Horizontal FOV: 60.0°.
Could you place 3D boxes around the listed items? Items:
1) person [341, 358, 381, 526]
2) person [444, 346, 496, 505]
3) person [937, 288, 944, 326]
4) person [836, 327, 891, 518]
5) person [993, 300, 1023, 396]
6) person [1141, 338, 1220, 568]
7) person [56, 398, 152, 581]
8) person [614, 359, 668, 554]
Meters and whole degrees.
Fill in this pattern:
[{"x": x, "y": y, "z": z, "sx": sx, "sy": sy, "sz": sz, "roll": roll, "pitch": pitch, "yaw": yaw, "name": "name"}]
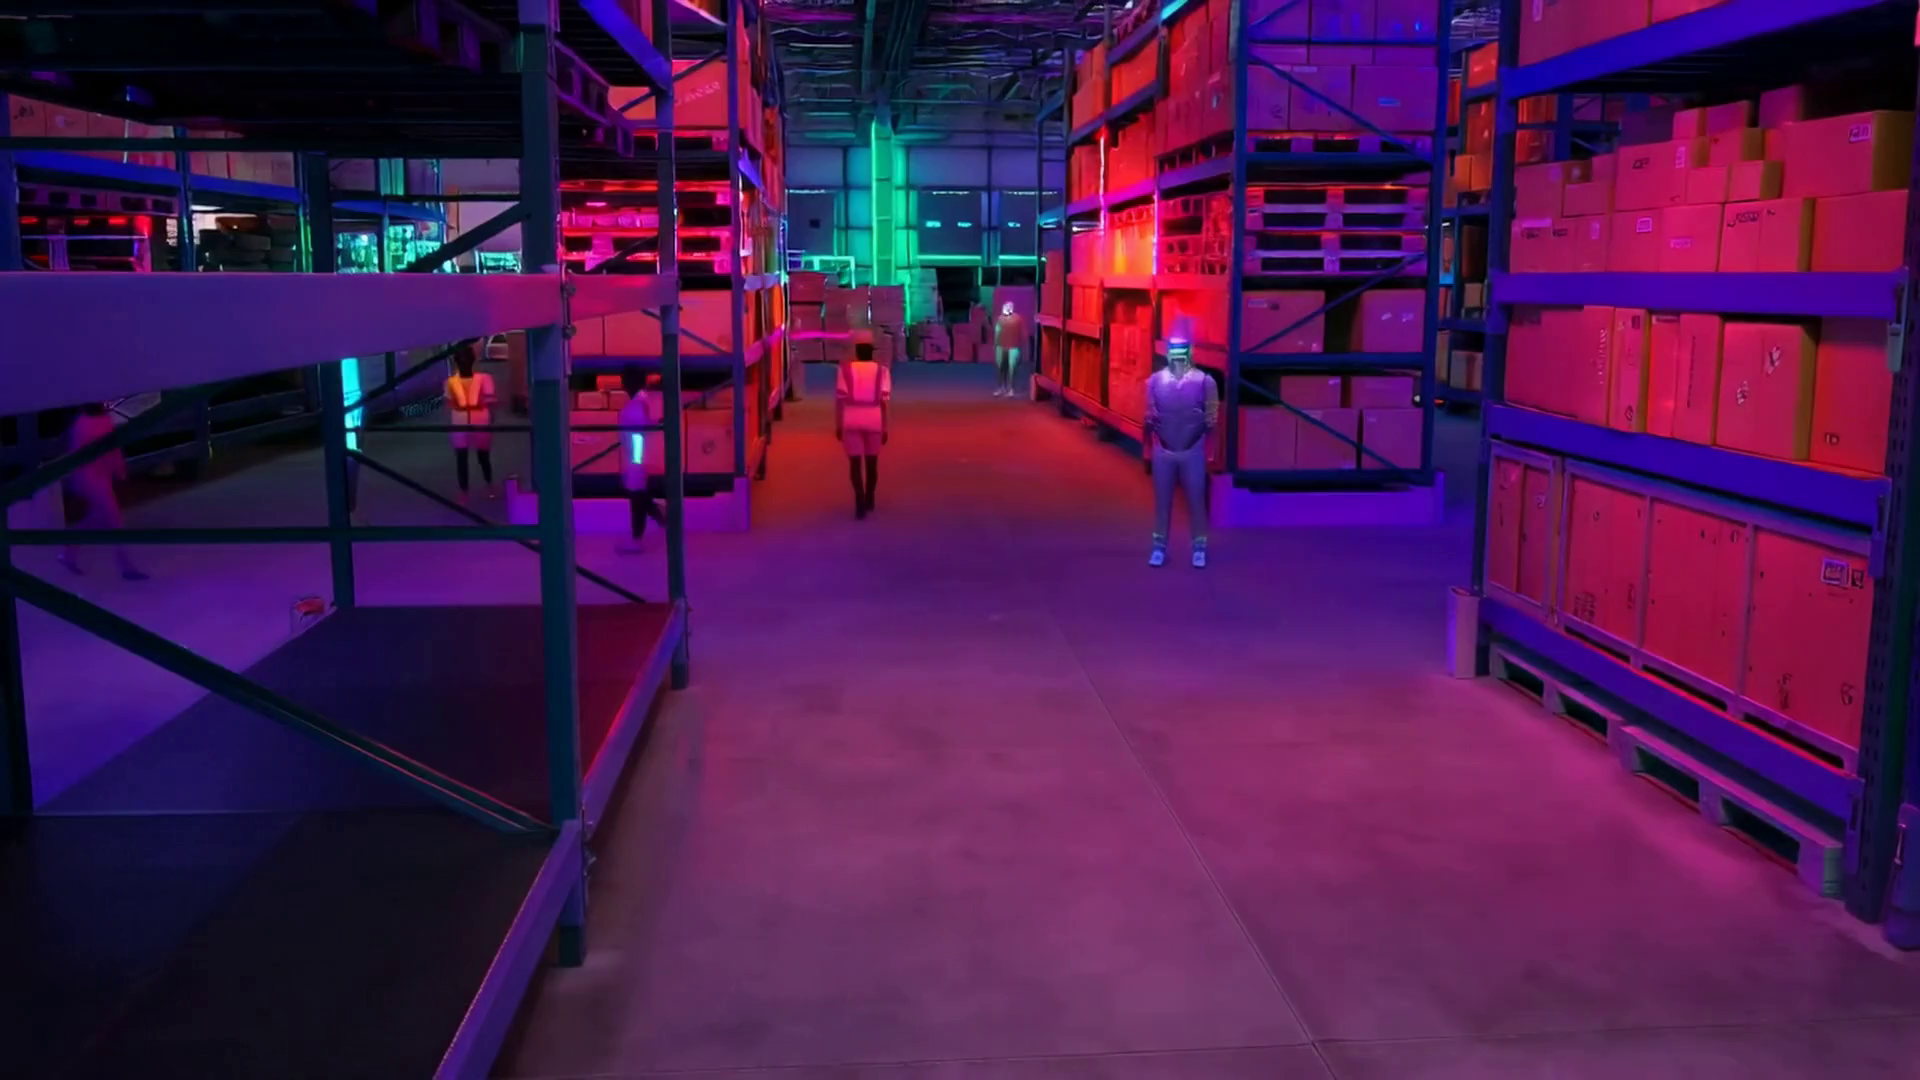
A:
[{"x": -5.762, "y": -1.112, "z": 15.738, "sx": 0.391, "sy": 2.039, "sz": 0.615, "roll": -8, "pitch": 12, "yaw": -42, "name": "person"}, {"x": -5.174, "y": -1.230, "z": 17.615, "sx": 0.539, "sy": 1.673, "sz": 0.650, "roll": -1, "pitch": 9, "yaw": -9, "name": "person"}, {"x": -0.808, "y": -7.976, "z": 59.158, "sx": 0.629, "sy": 1.940, "sz": 0.372, "roll": 7, "pitch": 11, "yaw": 37, "name": "person"}, {"x": -0.959, "y": -1.175, "z": 16.622, "sx": 0.545, "sy": 1.900, "sz": 0.998, "roll": -1, "pitch": 9, "yaw": -7, "name": "person"}, {"x": 0.908, "y": -3.772, "z": 32.843, "sx": 0.638, "sy": 1.905, "sz": 0.870, "roll": 4, "pitch": 10, "yaw": 22, "name": "person"}, {"x": 1.794, "y": -0.706, "z": 13.664, "sx": 0.637, "sy": 1.899, "sz": 0.396, "roll": 3, "pitch": 10, "yaw": 18, "name": "person"}, {"x": -6.816, "y": -0.472, "z": 13.099, "sx": 0.795, "sy": 1.605, "sz": 0.507, "roll": 1, "pitch": 9, "yaw": 4, "name": "person"}, {"x": -2.746, "y": -0.714, "z": 14.328, "sx": 0.452, "sy": 1.685, "sz": 0.548, "roll": -1, "pitch": 9, "yaw": -4, "name": "person"}]
